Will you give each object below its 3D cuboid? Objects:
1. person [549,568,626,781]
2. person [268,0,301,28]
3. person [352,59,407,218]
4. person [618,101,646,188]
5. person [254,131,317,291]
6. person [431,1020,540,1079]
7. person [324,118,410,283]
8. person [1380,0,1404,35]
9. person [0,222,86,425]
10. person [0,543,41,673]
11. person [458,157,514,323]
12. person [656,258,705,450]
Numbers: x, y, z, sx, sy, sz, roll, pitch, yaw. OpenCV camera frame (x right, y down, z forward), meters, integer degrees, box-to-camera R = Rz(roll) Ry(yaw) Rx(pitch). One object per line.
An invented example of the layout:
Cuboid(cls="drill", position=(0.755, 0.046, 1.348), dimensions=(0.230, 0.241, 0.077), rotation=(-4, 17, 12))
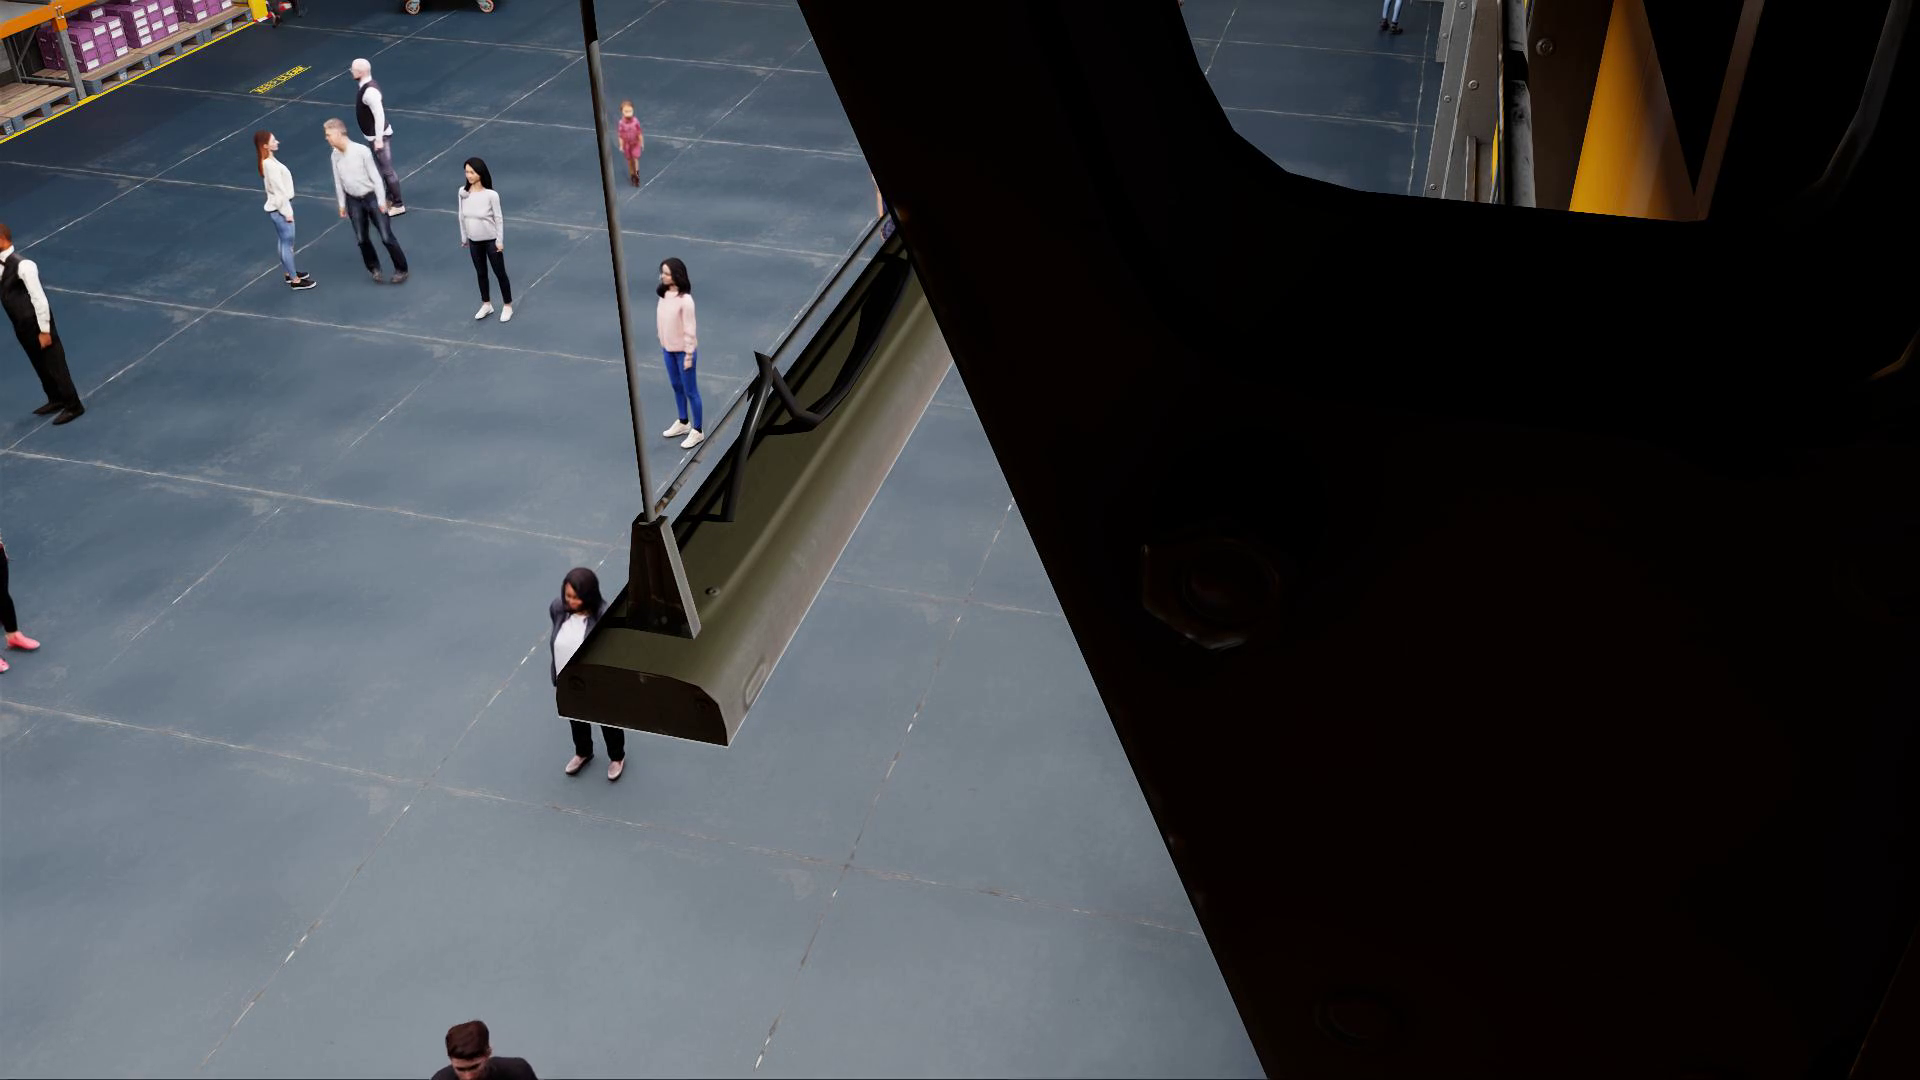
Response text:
Cuboid(cls="person", position=(-2.456, 0.876, 10.984), dimensions=(0.658, 1.602, 0.647), rotation=(7, 34, 11))
Cuboid(cls="person", position=(-10.468, -8.752, 25.373), dimensions=(0.684, 1.709, 0.917), rotation=(6, 34, 9))
Cuboid(cls="person", position=(-6.670, -4.623, 19.057), dimensions=(0.844, 1.824, 0.764), rotation=(-14, 36, -20))
Cuboid(cls="person", position=(-3.966, -4.810, 20.069), dimensions=(0.579, 1.015, 0.657), rotation=(-11, 35, -16))
Cuboid(cls="person", position=(-7.126, -3.466, 17.437), dimensions=(0.763, 1.691, 0.697), rotation=(-16, 37, -23))
Cuboid(cls="person", position=(-2.130, 2.893, 7.658), dimensions=(0.810, 1.926, 0.811), rotation=(-8, 34, -12))
Cuboid(cls="person", position=(-6.281, -3.579, 17.546), dimensions=(0.727, 1.758, 0.613), rotation=(0, 34, 0))
Cuboid(cls="person", position=(6.601, -8.536, 25.037), dimensions=(0.697, 1.721, 0.652), rotation=(-21, 39, -29))
Cuboid(cls="person", position=(-8.352, -1.969, 14.981), dimensions=(0.771, 1.917, 0.718), rotation=(22, 39, 29))
Cuboid(cls="person", position=(-7.112, 0.149, 11.995), dimensions=(0.666, 1.694, 0.484), rotation=(12, 35, 17))
Cuboid(cls="person", position=(-4.794, -3.042, 16.790), dimensions=(0.617, 1.701, 0.561), rotation=(7, 34, 10))
Cuboid(cls="person", position=(-2.465, -1.667, 14.660), dimensions=(0.734, 1.770, 0.725), rotation=(-27, 42, -34))
